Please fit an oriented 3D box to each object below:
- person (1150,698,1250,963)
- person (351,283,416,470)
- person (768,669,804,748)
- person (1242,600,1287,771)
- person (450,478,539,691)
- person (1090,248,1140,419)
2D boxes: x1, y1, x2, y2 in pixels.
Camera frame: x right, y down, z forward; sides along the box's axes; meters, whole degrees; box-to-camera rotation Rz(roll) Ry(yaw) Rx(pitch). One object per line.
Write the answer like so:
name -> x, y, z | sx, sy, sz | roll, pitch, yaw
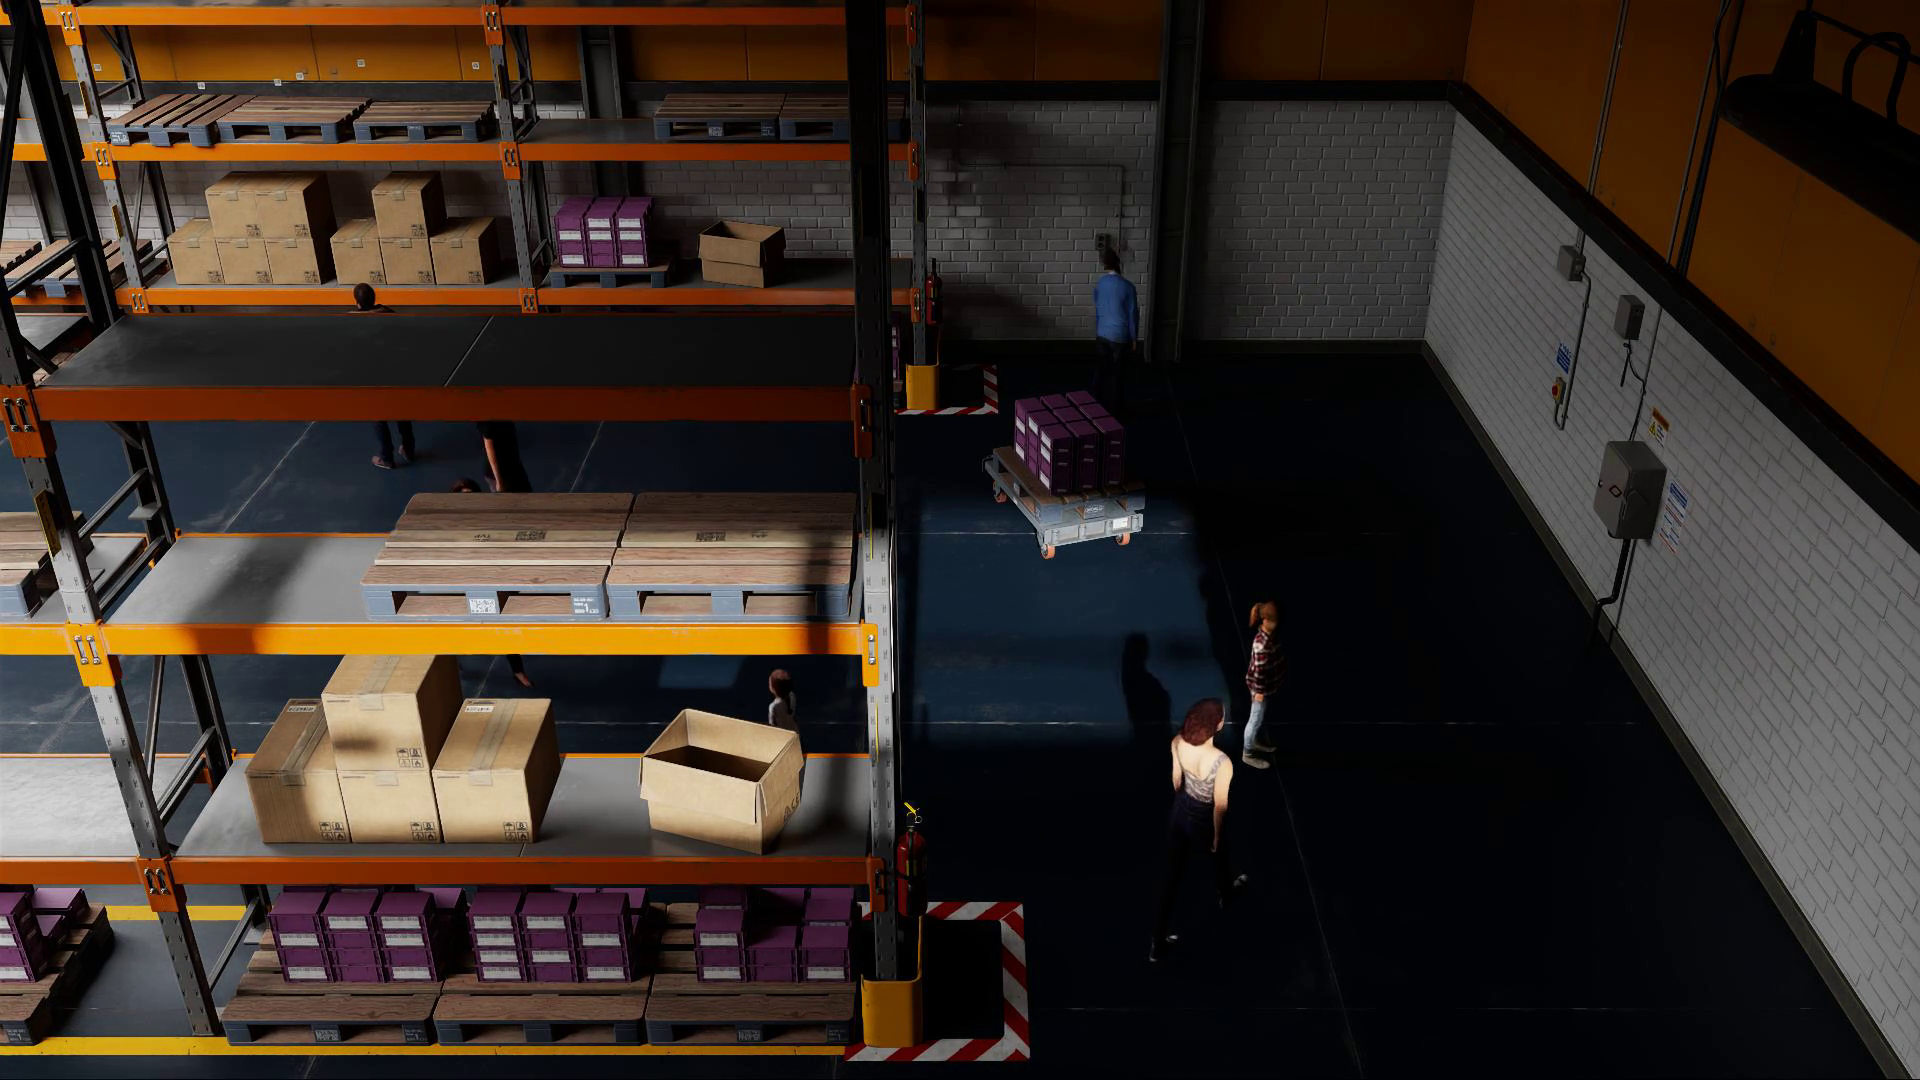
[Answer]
person -> 1.359, 1.769, 9.981 | 1.145, 1.711, 1.185 | 24, 37, 37
person -> -5.571, -1.582, 15.981 | 0.922, 1.848, 0.870 | 24, 37, 37
person -> -1.174, 1.357, 11.483 | 0.793, 0.996, 0.681 | 19, 34, 31
person -> 2.145, 0.996, 11.820 | 0.622, 1.306, 0.603 | 11, 31, 20
person -> -3.730, 0.338, 12.561 | 1.214, 1.753, 0.976 | 15, 32, 25
person -> 1.592, -2.102, 16.996 | 0.848, 1.789, 0.788 | -16, 32, -26
